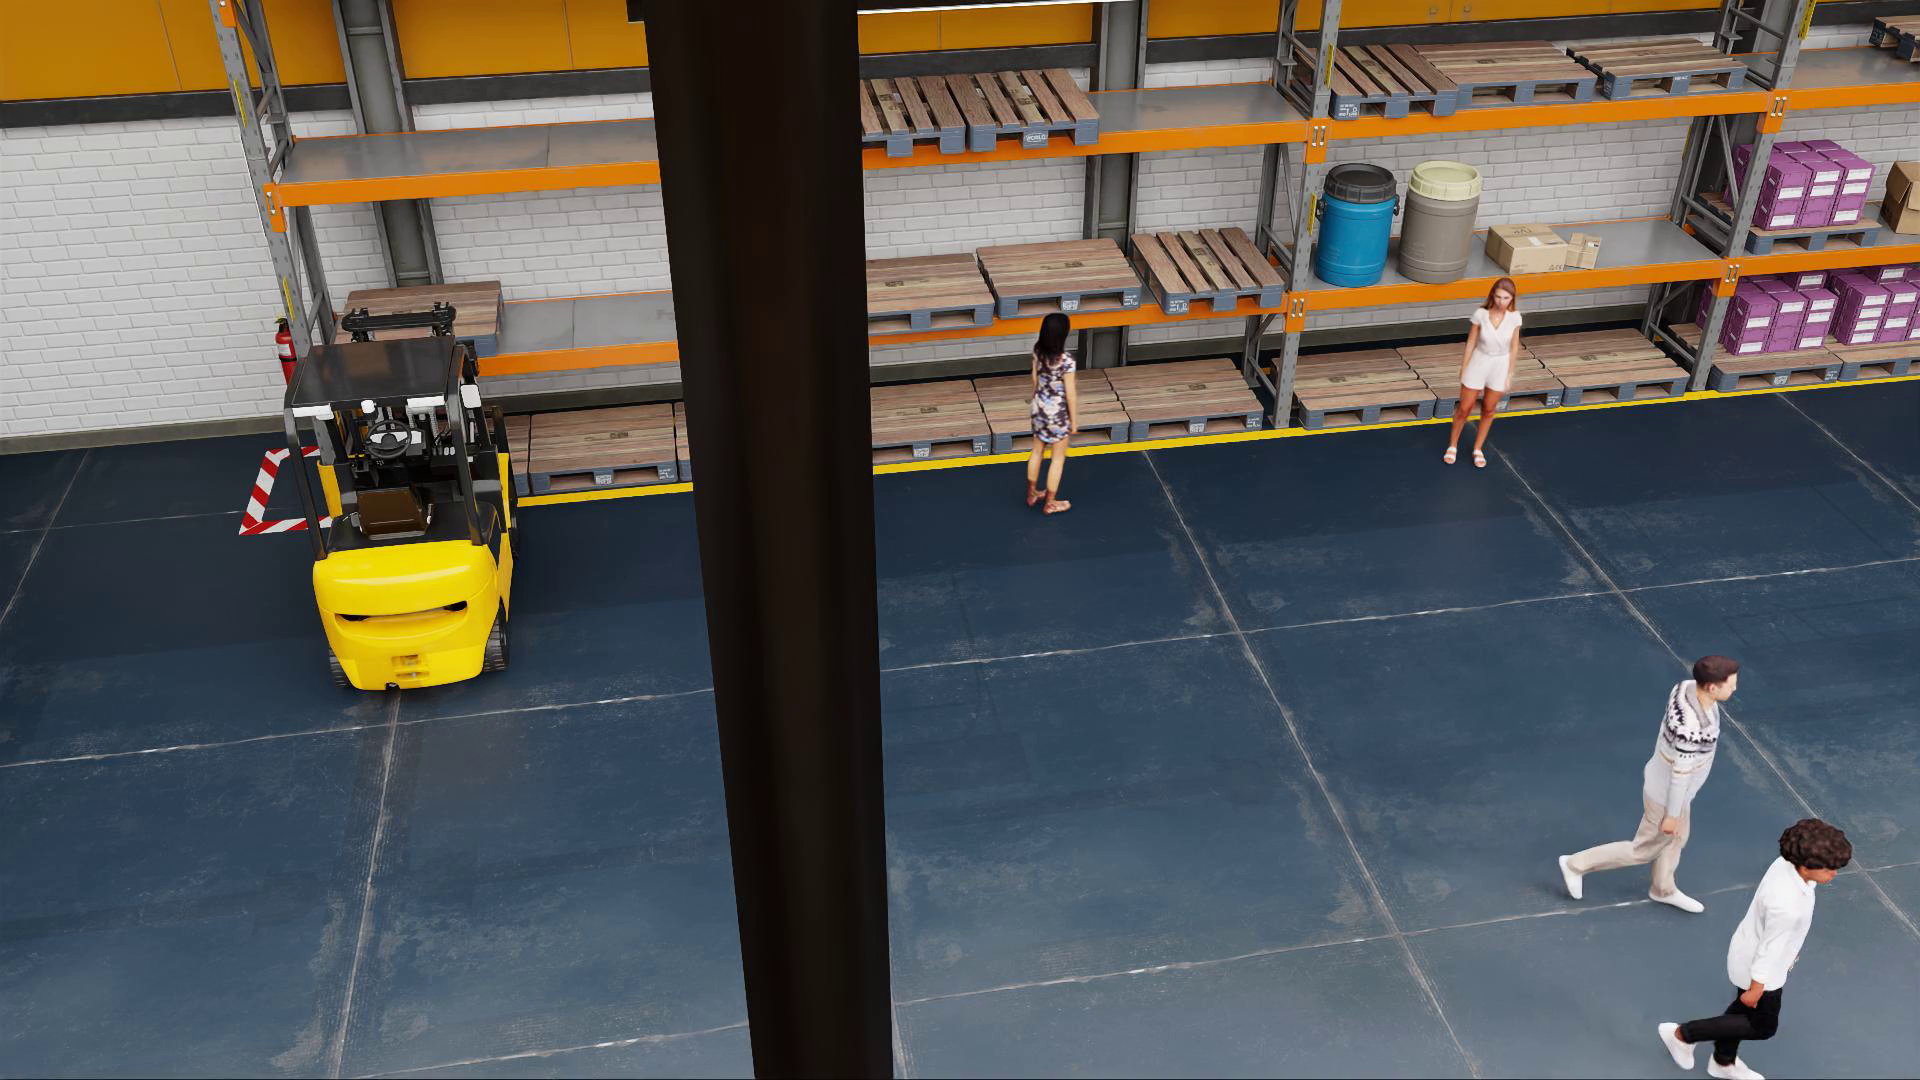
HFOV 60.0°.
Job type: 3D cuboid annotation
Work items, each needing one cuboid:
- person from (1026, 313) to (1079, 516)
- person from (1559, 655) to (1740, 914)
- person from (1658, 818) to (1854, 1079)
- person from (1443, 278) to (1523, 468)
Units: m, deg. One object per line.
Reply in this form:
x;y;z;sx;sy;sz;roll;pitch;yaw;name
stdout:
0.717;-0.997;13.154;0.652;1.733;0.678;27;42;35;person
3.952;1.384;9.474;1.210;1.841;1.058;13;36;18;person
4.002;2.089;8.456;0.945;1.793;0.866;17;37;24;person
4.399;-1.409;13.809;0.617;1.694;0.729;6;34;9;person
